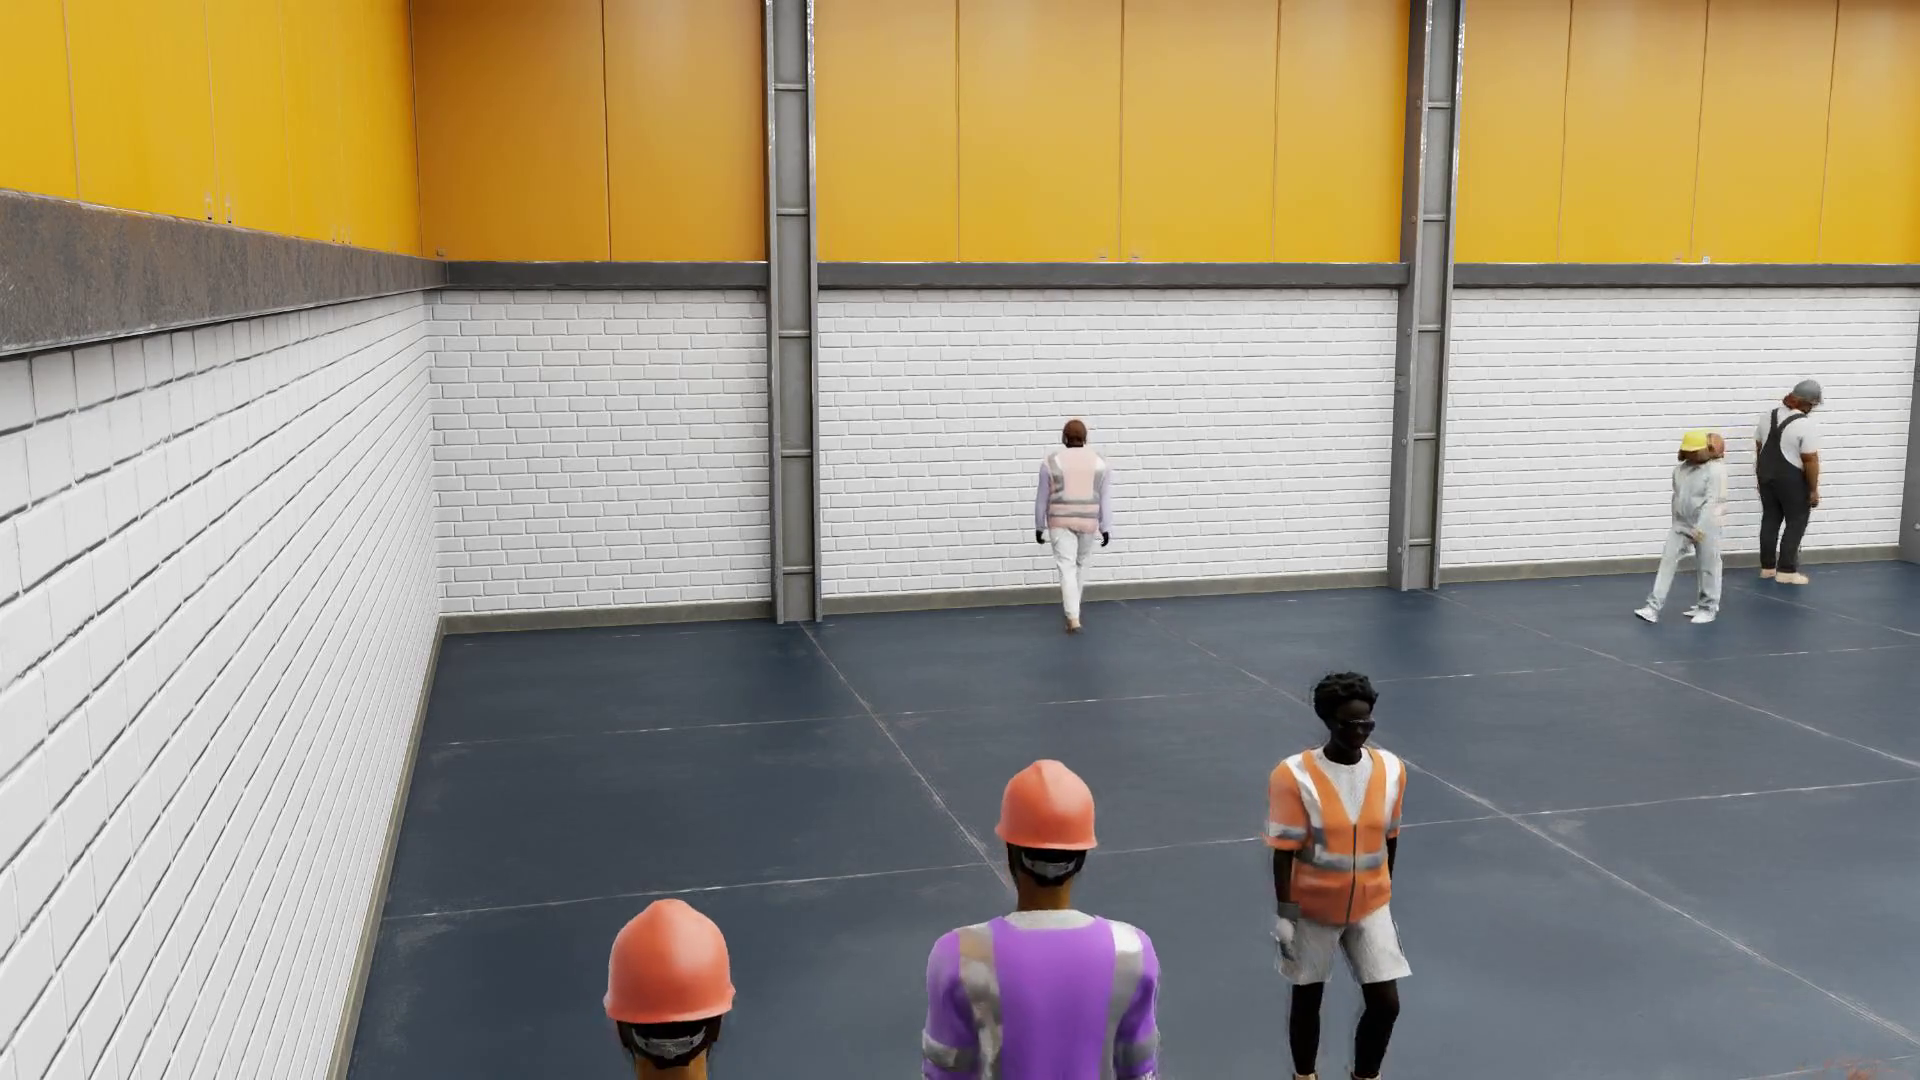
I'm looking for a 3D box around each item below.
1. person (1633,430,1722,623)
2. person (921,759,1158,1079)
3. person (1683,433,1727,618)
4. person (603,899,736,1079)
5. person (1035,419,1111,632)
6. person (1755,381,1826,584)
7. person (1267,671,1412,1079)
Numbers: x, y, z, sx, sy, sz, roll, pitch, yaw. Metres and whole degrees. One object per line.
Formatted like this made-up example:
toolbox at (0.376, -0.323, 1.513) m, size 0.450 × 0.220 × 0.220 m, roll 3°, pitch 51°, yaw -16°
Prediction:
person at (6.227, -0.089, 14.267) m, size 0.892 × 1.692 × 0.492 m, roll -6°, pitch 11°, yaw -34°
person at (0.183, 1.464, 3.833) m, size 0.570 × 1.925 × 0.556 m, roll -2°, pitch 9°, yaw -13°
person at (6.603, -0.131, 14.688) m, size 0.310 × 1.638 × 0.523 m, roll 7°, pitch 11°, yaw 36°
person at (-0.497, 1.599, 2.998) m, size 0.555 × 1.921 × 0.462 m, roll -2°, pitch 9°, yaw -11°
person at (0.964, -0.135, 14.231) m, size 0.636 × 1.800 × 0.937 m, roll -1°, pitch 9°, yaw -9°
person at (8.177, -0.605, 16.396) m, size 0.576 × 2.000 × 0.723 m, roll -3°, pitch 10°, yaw -19°
person at (1.309, 1.284, 5.737) m, size 0.540 × 1.681 × 0.508 m, roll -1°, pitch 9°, yaw -9°
